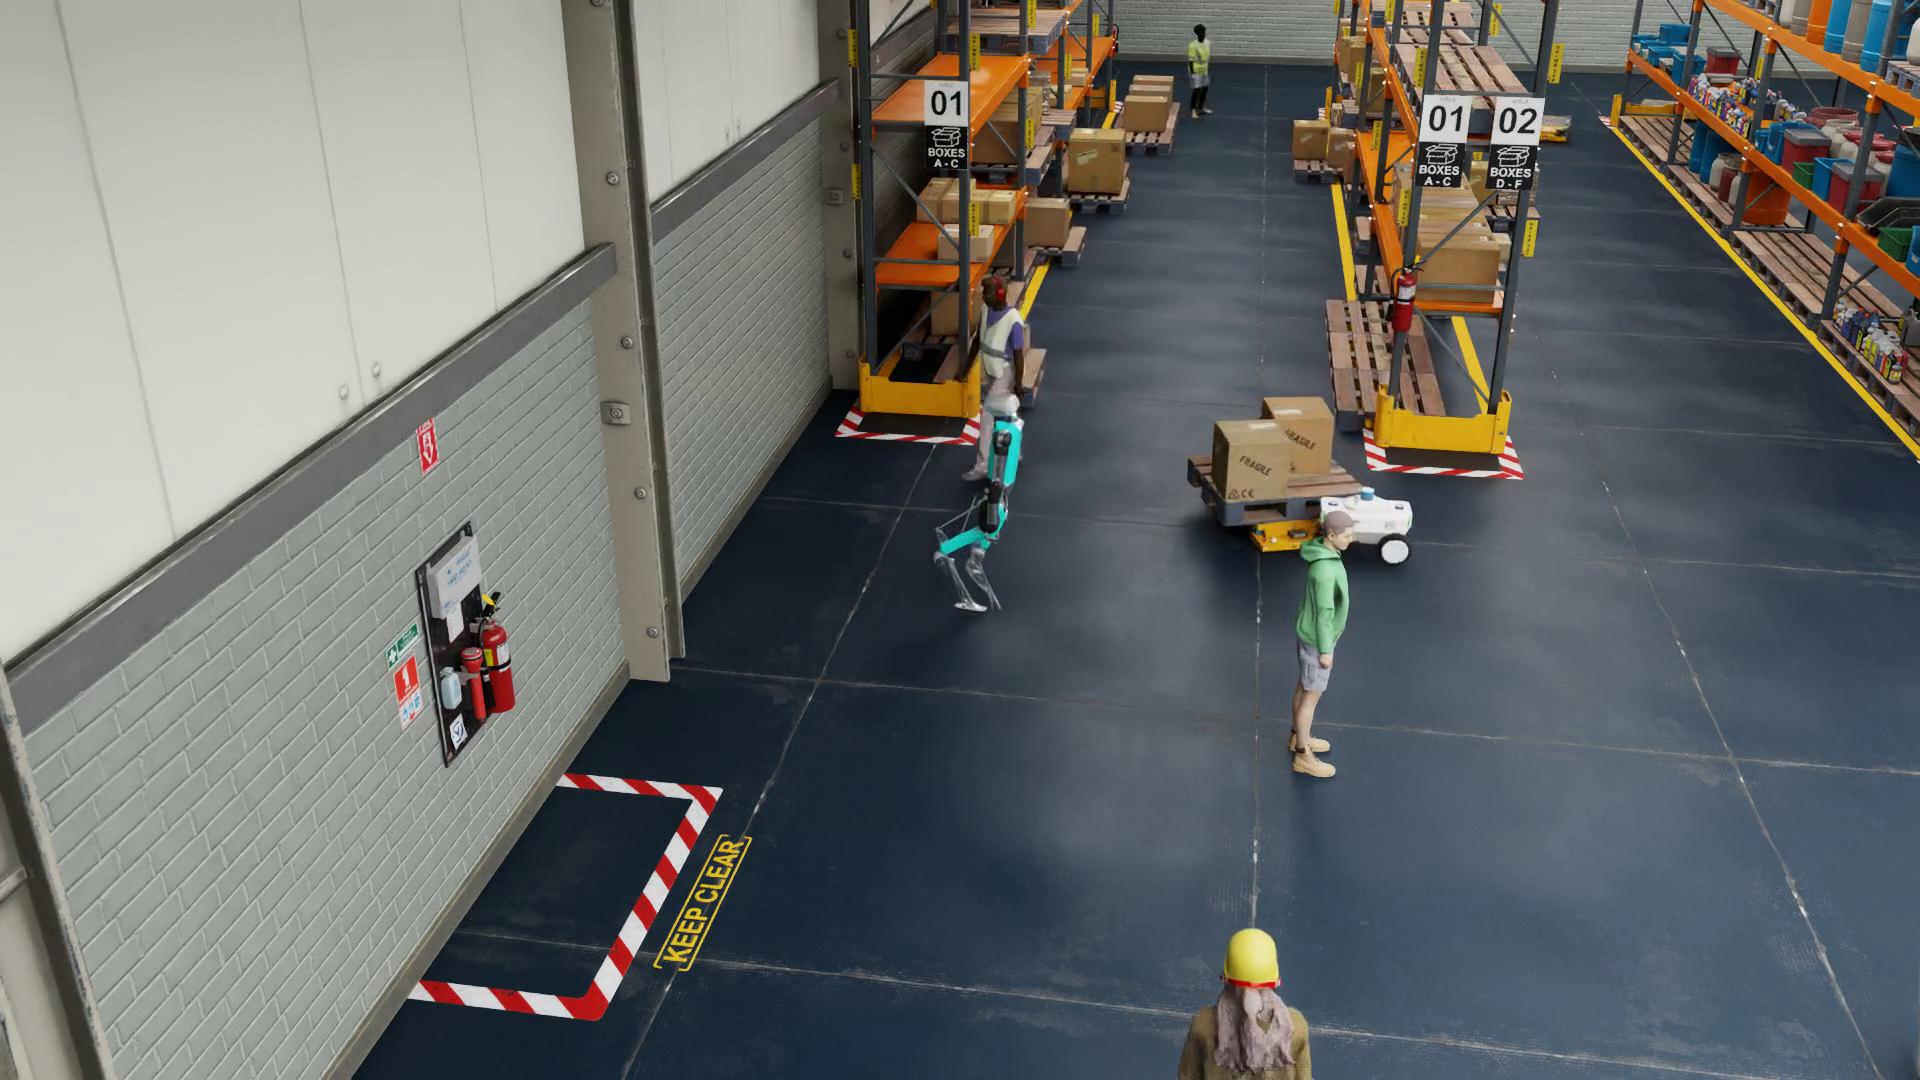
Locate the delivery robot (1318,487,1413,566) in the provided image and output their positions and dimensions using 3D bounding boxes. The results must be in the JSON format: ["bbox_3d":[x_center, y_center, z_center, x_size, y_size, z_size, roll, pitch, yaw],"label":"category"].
[{"bbox_3d":[3.251,-0.121,13.297,0.813,0.610,0.499,3,25,7],"label":"delivery robot"}]

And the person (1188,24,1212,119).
[{"bbox_3d":[4.264,-8.312,29.499,0.664,1.655,0.349,-22,33,-38],"label":"person"}]

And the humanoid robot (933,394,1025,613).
[{"bbox_3d":[0.081,-0.184,12.091,0.751,1.839,0.537,5,25,10],"label":"humanoid robot"}]

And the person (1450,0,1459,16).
[{"bbox_3d":[9.336,-9.397,31.701,0.317,1.767,0.533,-17,30,-33],"label":"person"}]

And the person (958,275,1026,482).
[{"bbox_3d":[0.230,-1.421,14.570,0.807,1.812,0.569,-11,27,-23],"label":"person"}]

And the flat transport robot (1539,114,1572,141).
[{"bbox_3d":[10.083,-7.059,28.466,0.659,0.231,1.431,10,27,20],"label":"flat transport robot"}]

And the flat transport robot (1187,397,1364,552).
[{"bbox_3d":[2.613,-0.287,13.973,0.659,0.231,1.431,-4,25,-9],"label":"flat transport robot"}]

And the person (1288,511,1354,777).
[{"bbox_3d":[2.219,0.622,10.291,0.337,1.738,0.472,3,25,7],"label":"person"}]

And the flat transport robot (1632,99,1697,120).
[{"bbox_3d":[12.828,-7.697,29.831,1.431,0.231,0.659,13,28,25],"label":"flat transport robot"}]

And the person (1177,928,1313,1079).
[{"bbox_3d":[1.132,2.310,6.656,0.566,1.753,0.463,3,25,6],"label":"person"}]
